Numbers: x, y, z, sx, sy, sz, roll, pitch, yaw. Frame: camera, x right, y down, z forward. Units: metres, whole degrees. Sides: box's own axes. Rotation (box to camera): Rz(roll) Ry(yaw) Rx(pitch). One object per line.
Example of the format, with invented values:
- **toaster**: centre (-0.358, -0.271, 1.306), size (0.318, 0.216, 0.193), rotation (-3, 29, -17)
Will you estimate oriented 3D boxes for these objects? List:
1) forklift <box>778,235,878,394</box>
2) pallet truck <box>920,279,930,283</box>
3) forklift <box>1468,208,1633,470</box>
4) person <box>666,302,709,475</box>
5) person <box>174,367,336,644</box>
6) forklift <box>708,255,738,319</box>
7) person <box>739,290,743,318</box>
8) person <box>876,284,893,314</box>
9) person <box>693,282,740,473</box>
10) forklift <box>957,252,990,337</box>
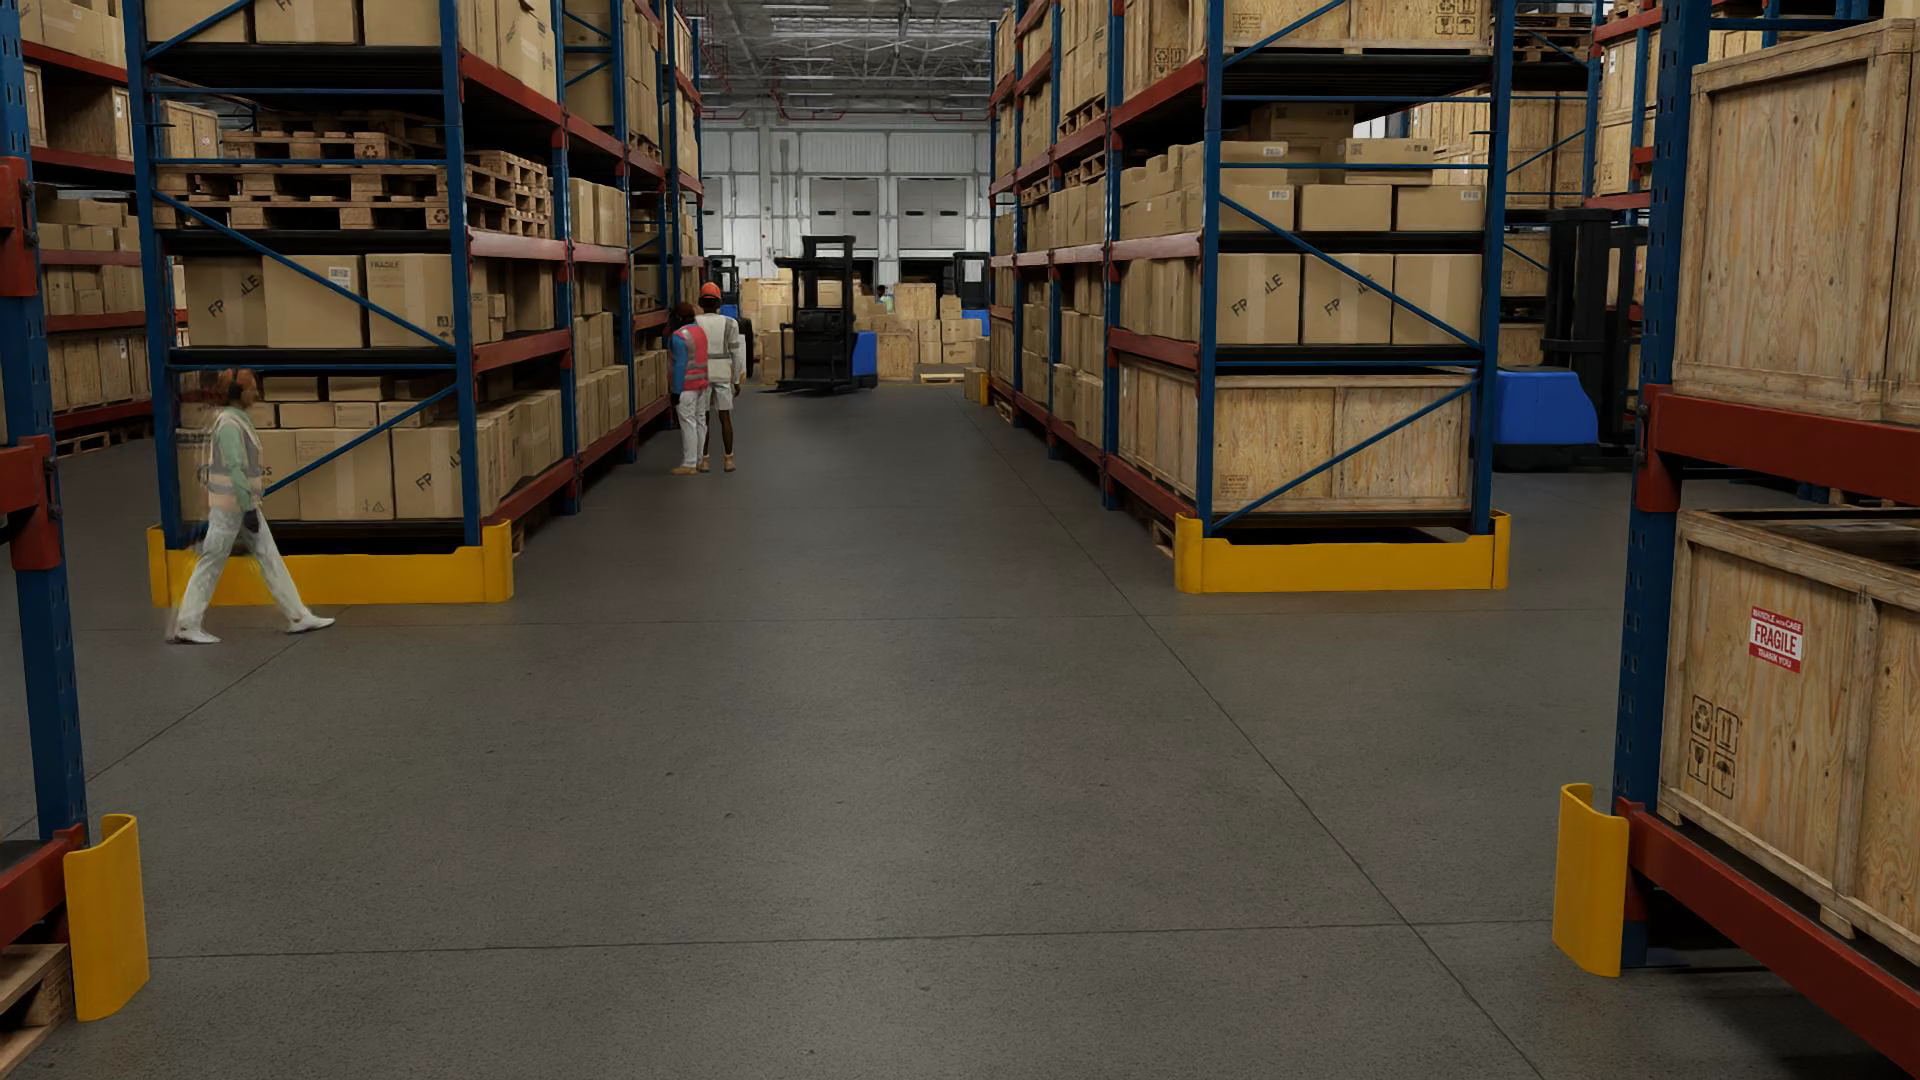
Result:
- **forklift**: centre (-2.342, -4.079, 29.944), size (1.129, 2.768, 1.873), rotation (4, 10, 24)
- **pallet truck**: centre (-0.932, -8.922, 63.114), size (1.885, 1.965, 0.823), rotation (2, 9, 13)
- **forklift**: centre (6.676, -2.202, 18.160), size (1.873, 2.768, 1.129), rotation (-1, 9, -4)
- **person**: centre (-2.892, -1.601, 17.645), size (0.430, 1.841, 0.624), rotation (3, 10, 20)
- **person**: centre (-4.144, -0.194, 9.588), size (0.876, 1.588, 0.543), rotation (-2, 9, -14)
- **forklift**: centre (-8.312, -8.585, 58.236), size (1.129, 2.768, 1.873), rotation (-1, 9, -4)
- **person**: centre (-8.148, -8.658, 61.909), size (0.762, 1.866, 0.599), rotation (3, 10, 19)
- **person**: centre (-1.807, -5.619, 42.724), size (0.674, 1.887, 0.608), rotation (4, 10, 23)
- **person**: centre (-2.672, -1.740, 17.879), size (0.614, 2.041, 0.393), rotation (-2, 9, -15)
- **forklift**: centre (0.387, -7.328, 50.344), size (1.129, 2.768, 1.873), rotation (-1, 9, -4)
